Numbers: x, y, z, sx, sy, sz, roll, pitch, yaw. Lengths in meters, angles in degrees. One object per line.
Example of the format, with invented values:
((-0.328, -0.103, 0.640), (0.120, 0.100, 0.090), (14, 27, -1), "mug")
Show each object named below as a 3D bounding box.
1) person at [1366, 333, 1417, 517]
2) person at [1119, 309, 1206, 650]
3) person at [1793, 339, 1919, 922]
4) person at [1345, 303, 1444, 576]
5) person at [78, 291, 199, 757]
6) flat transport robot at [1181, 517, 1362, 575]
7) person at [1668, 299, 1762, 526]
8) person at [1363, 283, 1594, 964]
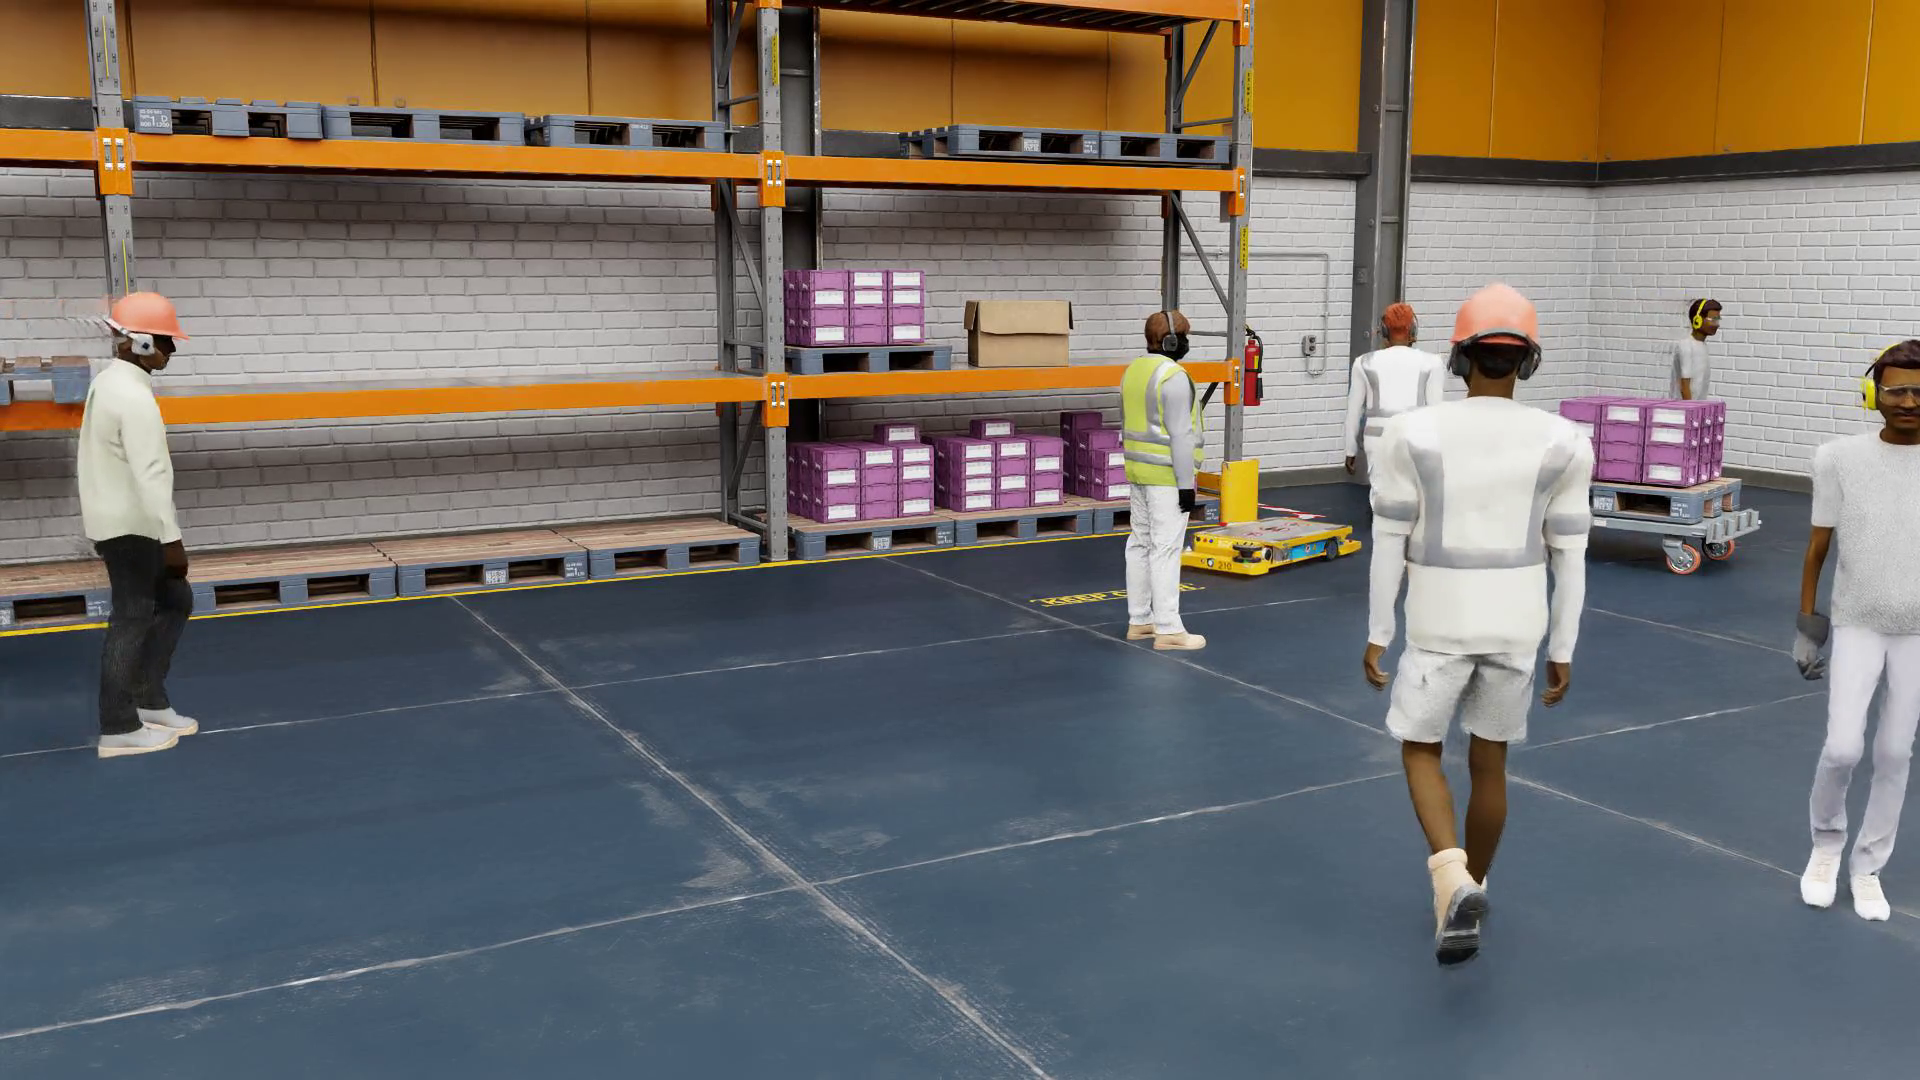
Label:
((3.436, -0.894, 13.188), (0.629, 1.617, 0.522), (-8, 12, -41), "person")
((1.113, -0.330, 9.092), (0.430, 1.845, 0.619), (-4, 10, -21), "person")
((2.938, 0.302, 5.244), (0.511, 1.850, 0.418), (3, 10, 17), "person")
((2.764, -0.583, 10.636), (0.597, 1.831, 1.018), (2, 10, 13), "person")
((-3.445, -0.060, 7.049), (0.582, 1.967, 0.663), (-6, 11, -35), "person")
((2.176, 0.025, 11.703), (0.652, 0.197, 1.431), (9, 13, 43), "flat transport robot")
((5.699, -0.914, 12.708), (0.923, 1.821, 0.530), (8, 12, 40), "person")
((1.519, 0.267, 4.898), (0.629, 2.030, 0.686), (1, 9, 7), "person")
